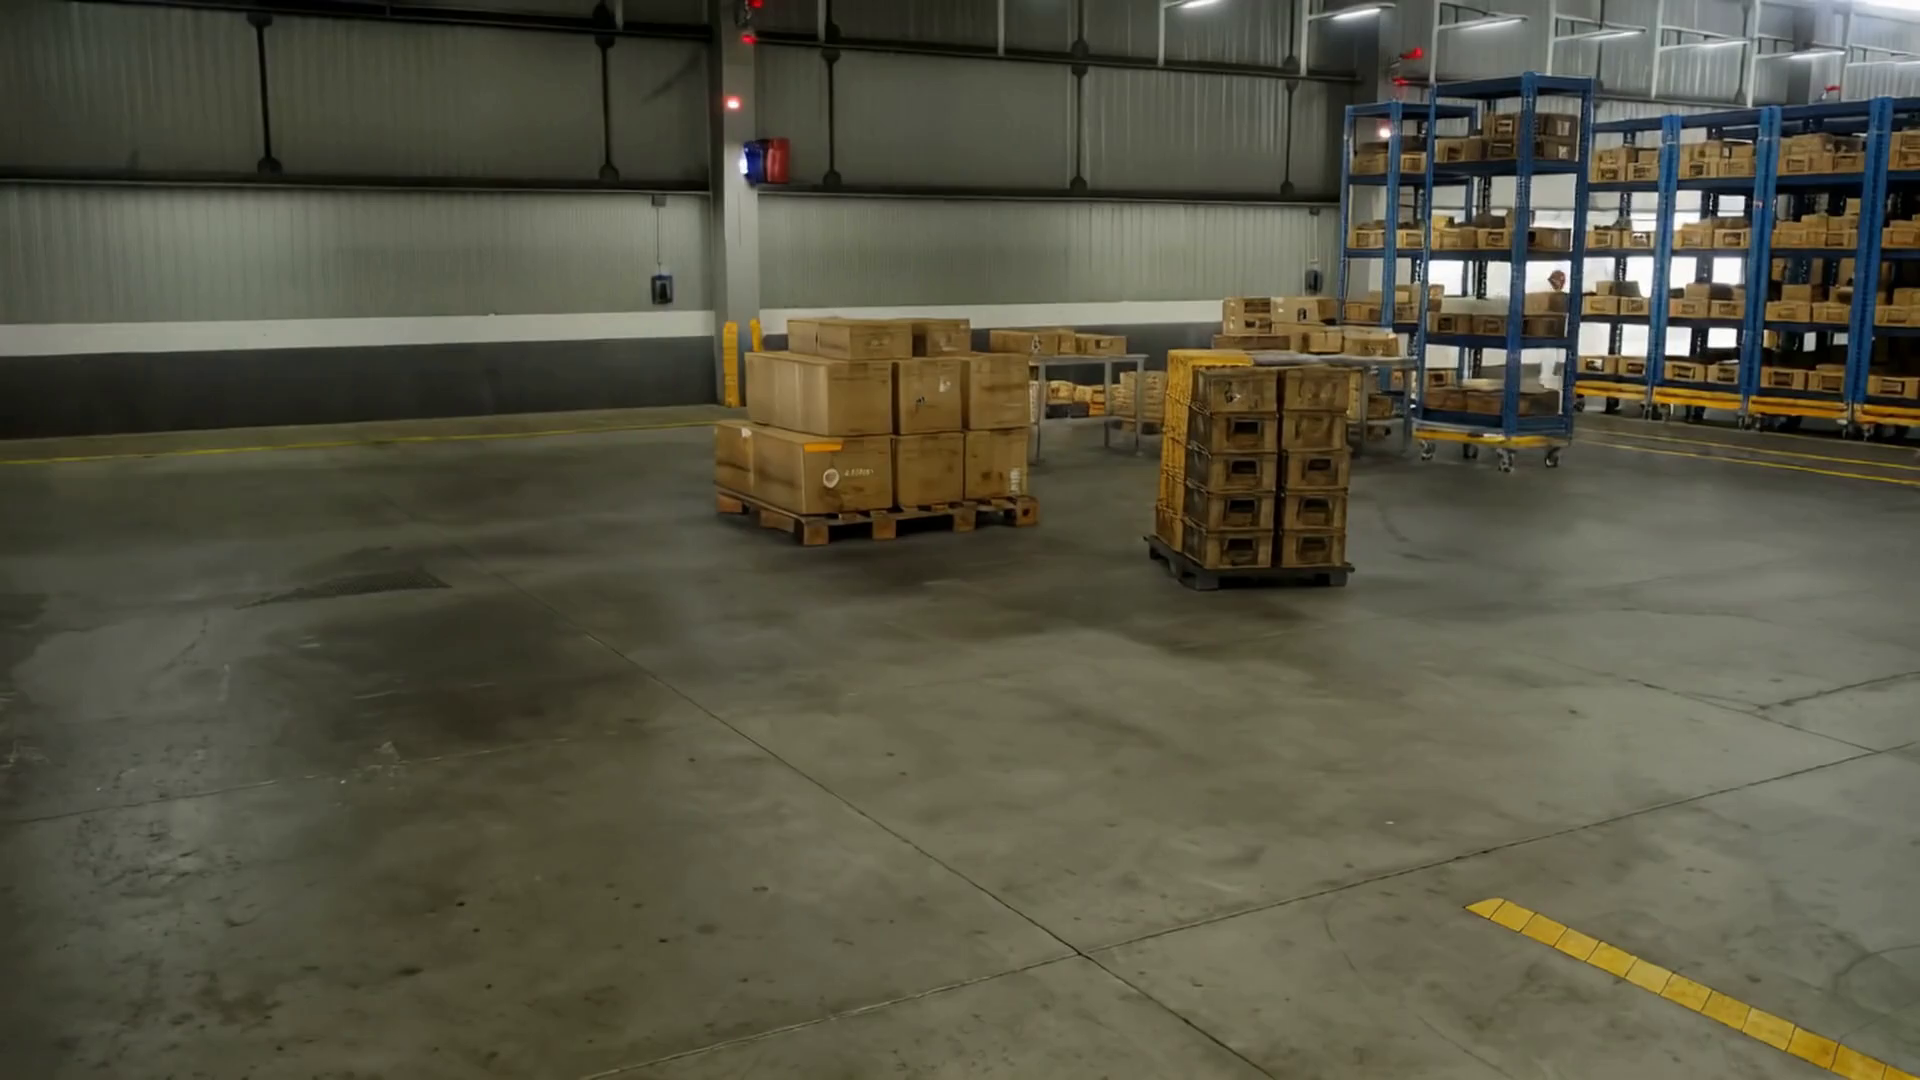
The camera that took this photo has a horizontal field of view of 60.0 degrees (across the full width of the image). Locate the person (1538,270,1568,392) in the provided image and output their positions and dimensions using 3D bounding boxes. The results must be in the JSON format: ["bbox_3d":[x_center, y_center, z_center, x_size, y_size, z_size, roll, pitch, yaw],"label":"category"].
[{"bbox_3d":[8.392,-2.933,23.502,0.503,1.732,0.598,-4,11,-23],"label":"person"}]
